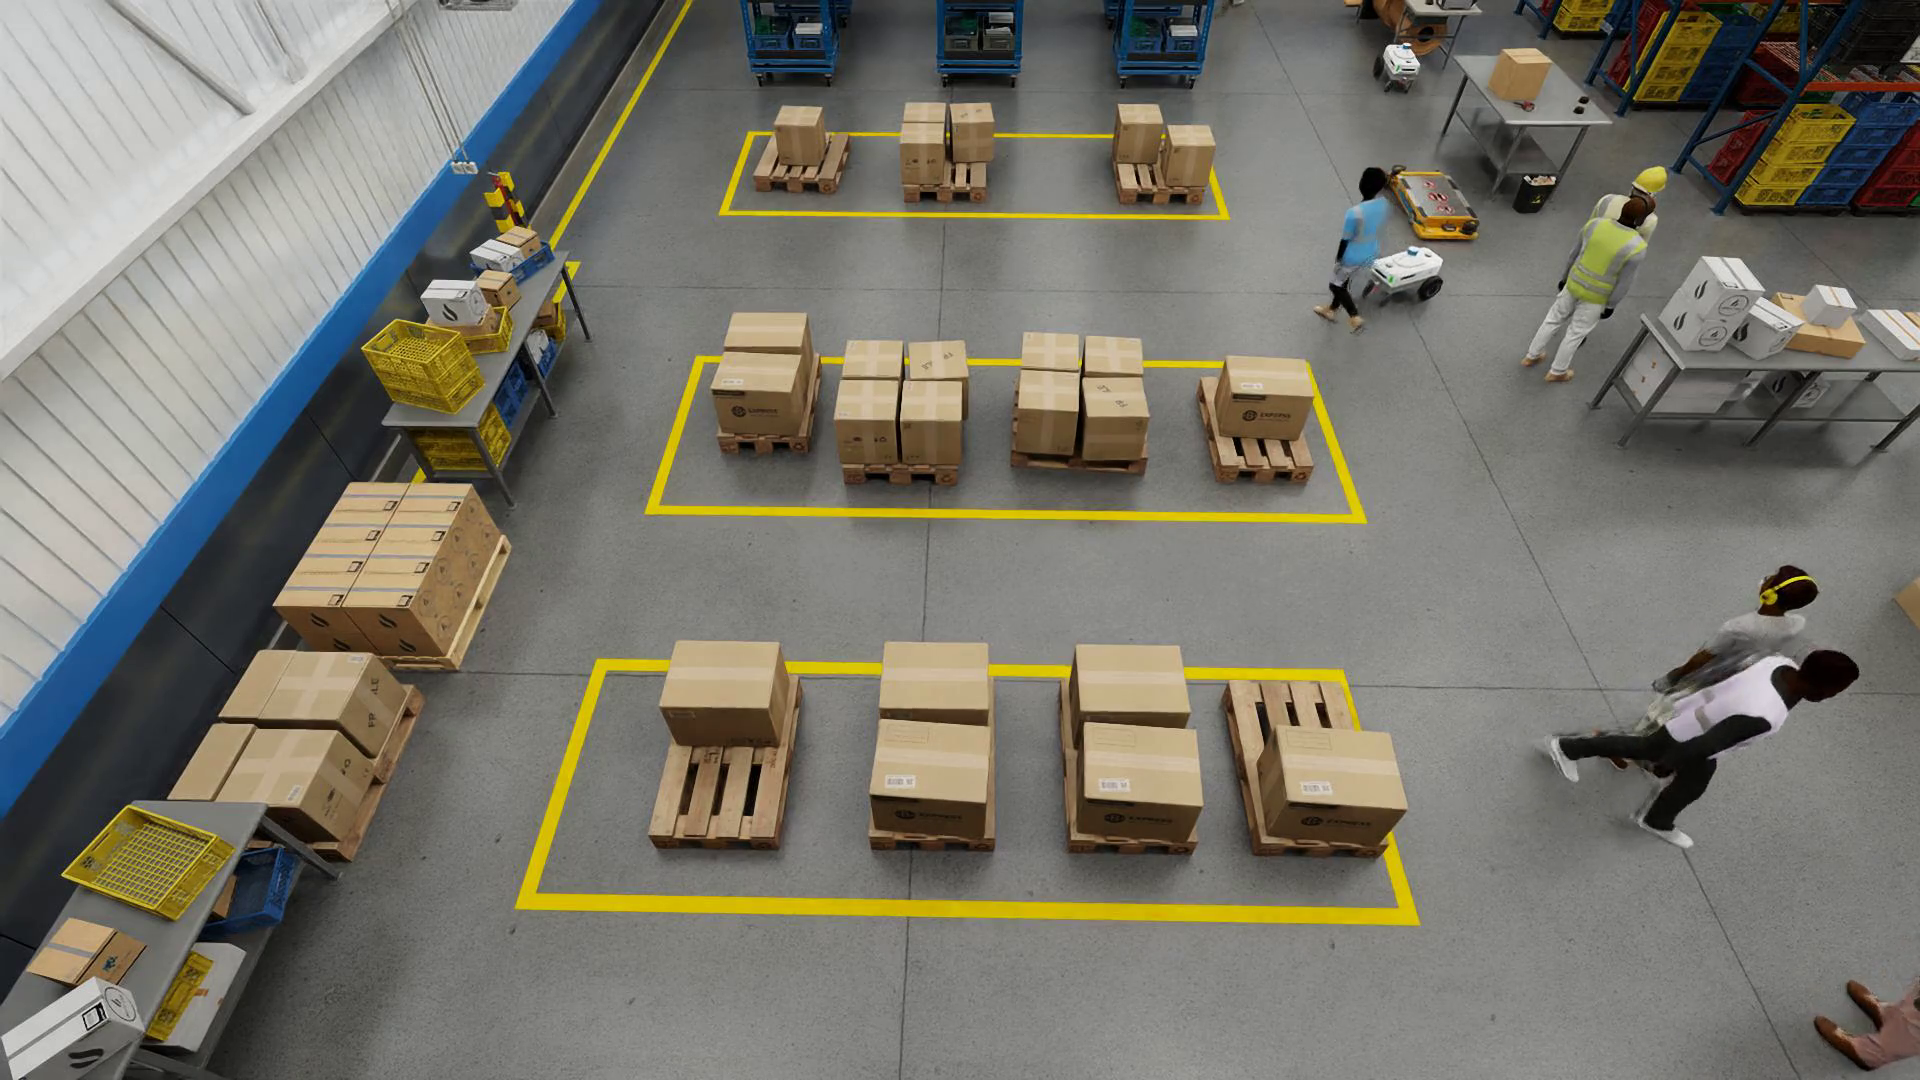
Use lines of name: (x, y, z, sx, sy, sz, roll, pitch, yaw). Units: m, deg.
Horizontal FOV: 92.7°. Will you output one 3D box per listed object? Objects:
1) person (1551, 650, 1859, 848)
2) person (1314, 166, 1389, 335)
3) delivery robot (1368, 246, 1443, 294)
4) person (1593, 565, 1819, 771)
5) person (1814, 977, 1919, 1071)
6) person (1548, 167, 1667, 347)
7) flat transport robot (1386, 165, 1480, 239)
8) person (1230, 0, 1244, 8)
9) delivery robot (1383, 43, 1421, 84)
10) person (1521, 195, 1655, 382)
person: (4.374, 1.136, 5.488, 0.931, 1.868, 0.621, 32, 56, 25)
person: (3.943, -2.775, 8.996, 0.547, 1.677, 0.603, -27, 54, -22)
delivery robot: (4.751, -2.893, 9.773, 0.707, 0.478, 0.477, -17, 51, -15)
person: (4.667, 0.848, 5.742, 0.515, 1.863, 0.348, -5, 49, -4)
person: (5.112, 2.187, 4.557, 0.657, 1.896, 0.398, -20, 52, -17)
person: (6.207, -2.701, 8.827, 0.404, 1.833, 0.589, -23, 53, -19)
flat transport robot: (5.692, -4.094, 11.059, 0.652, 0.197, 1.431, 1, 49, 1)
person: (4.641, -9.505, 14.848, 0.525, 1.622, 0.534, -33, 57, -25)
delivery robot: (6.383, -6.916, 13.255, 0.477, 0.478, 0.707, 2, 49, 2)
person: (5.832, -2.313, 8.485, 0.429, 1.845, 0.621, -19, 52, -16)
